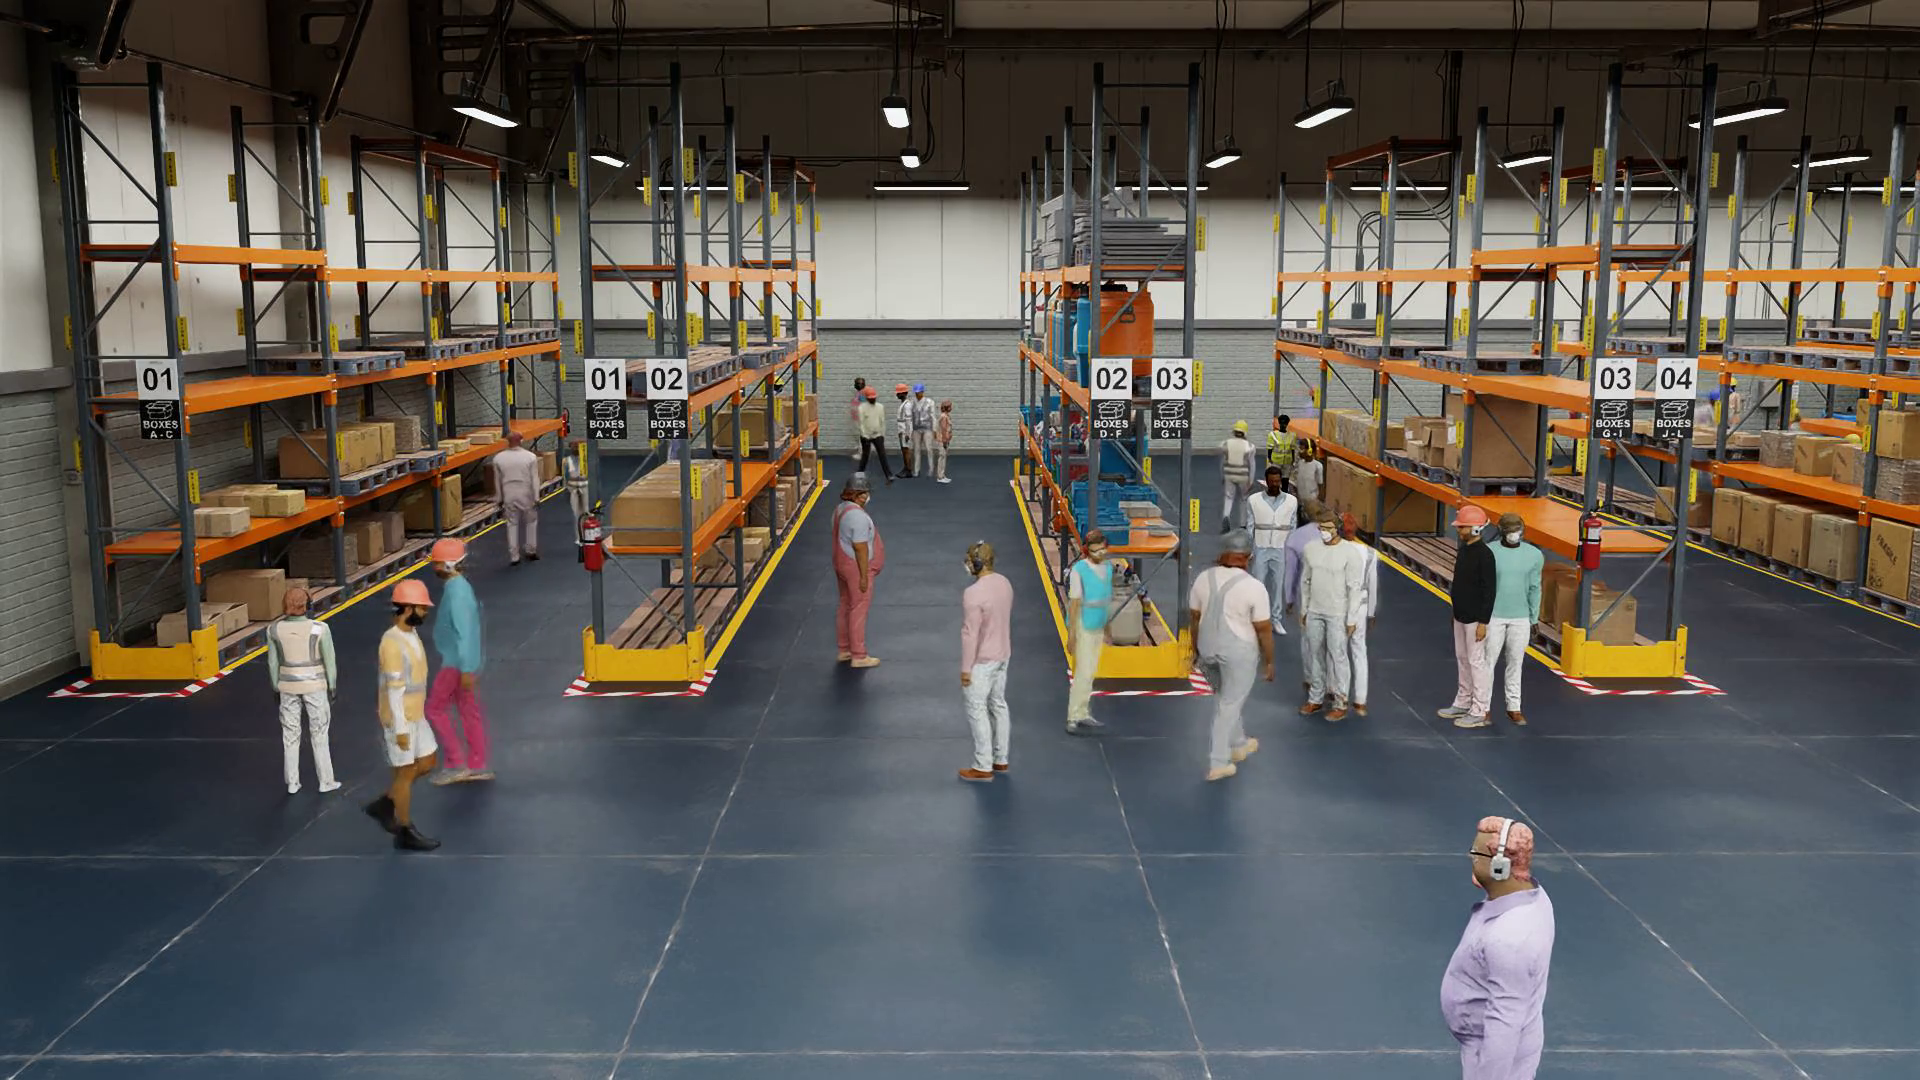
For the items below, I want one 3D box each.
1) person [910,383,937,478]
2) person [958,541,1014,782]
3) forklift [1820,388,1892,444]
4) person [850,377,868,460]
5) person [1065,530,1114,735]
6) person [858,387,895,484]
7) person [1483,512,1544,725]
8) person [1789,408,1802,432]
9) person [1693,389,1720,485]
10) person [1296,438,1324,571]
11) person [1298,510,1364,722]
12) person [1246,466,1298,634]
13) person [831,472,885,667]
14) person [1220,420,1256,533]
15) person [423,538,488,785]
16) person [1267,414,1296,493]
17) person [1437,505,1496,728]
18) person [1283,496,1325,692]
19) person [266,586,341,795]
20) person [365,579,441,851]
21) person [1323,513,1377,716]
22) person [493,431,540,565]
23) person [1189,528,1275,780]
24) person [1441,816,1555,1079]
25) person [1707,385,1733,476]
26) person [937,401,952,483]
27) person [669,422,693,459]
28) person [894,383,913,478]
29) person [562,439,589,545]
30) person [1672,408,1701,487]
[{"bbox_3d":[-0.792,-2.231,33.828,0.643,1.937,0.432,3,9,19],"label":"person"},{"bbox_3d":[0.218,0.965,13.314,0.370,1.931,0.625,5,10,31],"label":"person"},{"bbox_3d":[20.072,-3.110,36.462,1.873,2.768,1.129,0,9,0],"label":"forklift"},{"bbox_3d":[-2.242,-2.722,37.285,0.429,1.847,0.623,-2,9,-11],"label":"person"},{"bbox_3d":[1.136,0.802,14.705,0.407,1.821,0.600,6,11,36],"label":"person"},{"bbox_3d":[-1.702,-2.039,32.646,0.632,1.923,0.946,-6,11,-33],"label":"person"},{"bbox_3d":[4.907,0.705,14.941,0.630,1.940,0.371,0,9,1],"label":"person"},{"bbox_3d":[15.143,-1.551,30.203,0.438,1.700,0.566,8,12,41],"label":"person"},{"bbox_3d":[14.639,-2.011,32.531,0.643,1.911,0.652,-5,10,-31],"label":"person"},{"bbox_3d":[4.734,-0.457,22.650,0.331,1.866,0.513,-5,10,-27],"label":"person"},{"bbox_3d":[3.363,0.680,15.144,0.370,1.933,0.626,-7,11,-39],"label":"person"},{"bbox_3d":[3.514,0.113,18.808,0.590,1.920,0.398,0,9,-2],"label":"person"},{"bbox_3d":[-1.045,0.289,17.288,0.535,2.000,0.676,-4,10,-24],"label":"person"},{"bbox_3d":[4.381,-0.997,26.317,0.597,1.807,0.748,3,9,21],"label":"person"},{"bbox_3d":[-4.050,0.961,13.164,0.604,1.970,0.635,-2,9,-10],"label":"person"},{"bbox_3d":[5.574,-1.338,28.861,0.529,1.694,0.321,-2,9,-11],"label":"person"},{"bbox_3d":[4.567,0.678,14.927,0.388,1.992,0.625,-1,9,-7],"label":"person"},{"bbox_3d":[3.451,0.539,16.099,0.655,1.907,0.547,1,9,8],"label":"person"},{"bbox_3d":[-5.089,1.171,12.901,0.513,1.639,0.307,0,9,-3],"label":"person"},{"bbox_3d":[-3.906,1.226,11.640,0.489,1.919,0.568,1,9,5],"label":"person"},{"bbox_3d":[3.564,0.665,15.489,0.619,1.847,0.833,-1,9,-8],"label":"person"},{"bbox_3d":[-6.229,-0.605,23.524,0.669,1.881,0.715,0,9,1],"label":"person"},{"bbox_3d":[2.298,0.880,13.480,0.932,2.000,0.710,-8,12,-41],"label":"person"},{"bbox_3d":[2.102,2.021,6.573,0.407,1.910,0.638,4,10,24],"label":"person"},{"bbox_3d":[15.576,-2.269,34.081,0.417,1.941,0.607,6,10,32],"label":"person"},{"bbox_3d":[-0.300,-1.946,32.985,0.316,1.633,0.516,1,9,5],"label":"person"},{"bbox_3d":[-5.637,-2.214,33.534,0.385,1.993,0.624,8,12,41],"label":"person"},{"bbox_3d":[-1.152,-2.211,33.747,0.386,1.929,0.548,-2,9,-14],"label":"person"},{"bbox_3d":[-5.738,-0.731,25.175,0.565,1.617,0.388,1,9,8],"label":"person"},{"bbox_3d":[14.038,-1.898,32.134,0.654,1.805,0.459,-5,10,-31],"label":"person"}]
